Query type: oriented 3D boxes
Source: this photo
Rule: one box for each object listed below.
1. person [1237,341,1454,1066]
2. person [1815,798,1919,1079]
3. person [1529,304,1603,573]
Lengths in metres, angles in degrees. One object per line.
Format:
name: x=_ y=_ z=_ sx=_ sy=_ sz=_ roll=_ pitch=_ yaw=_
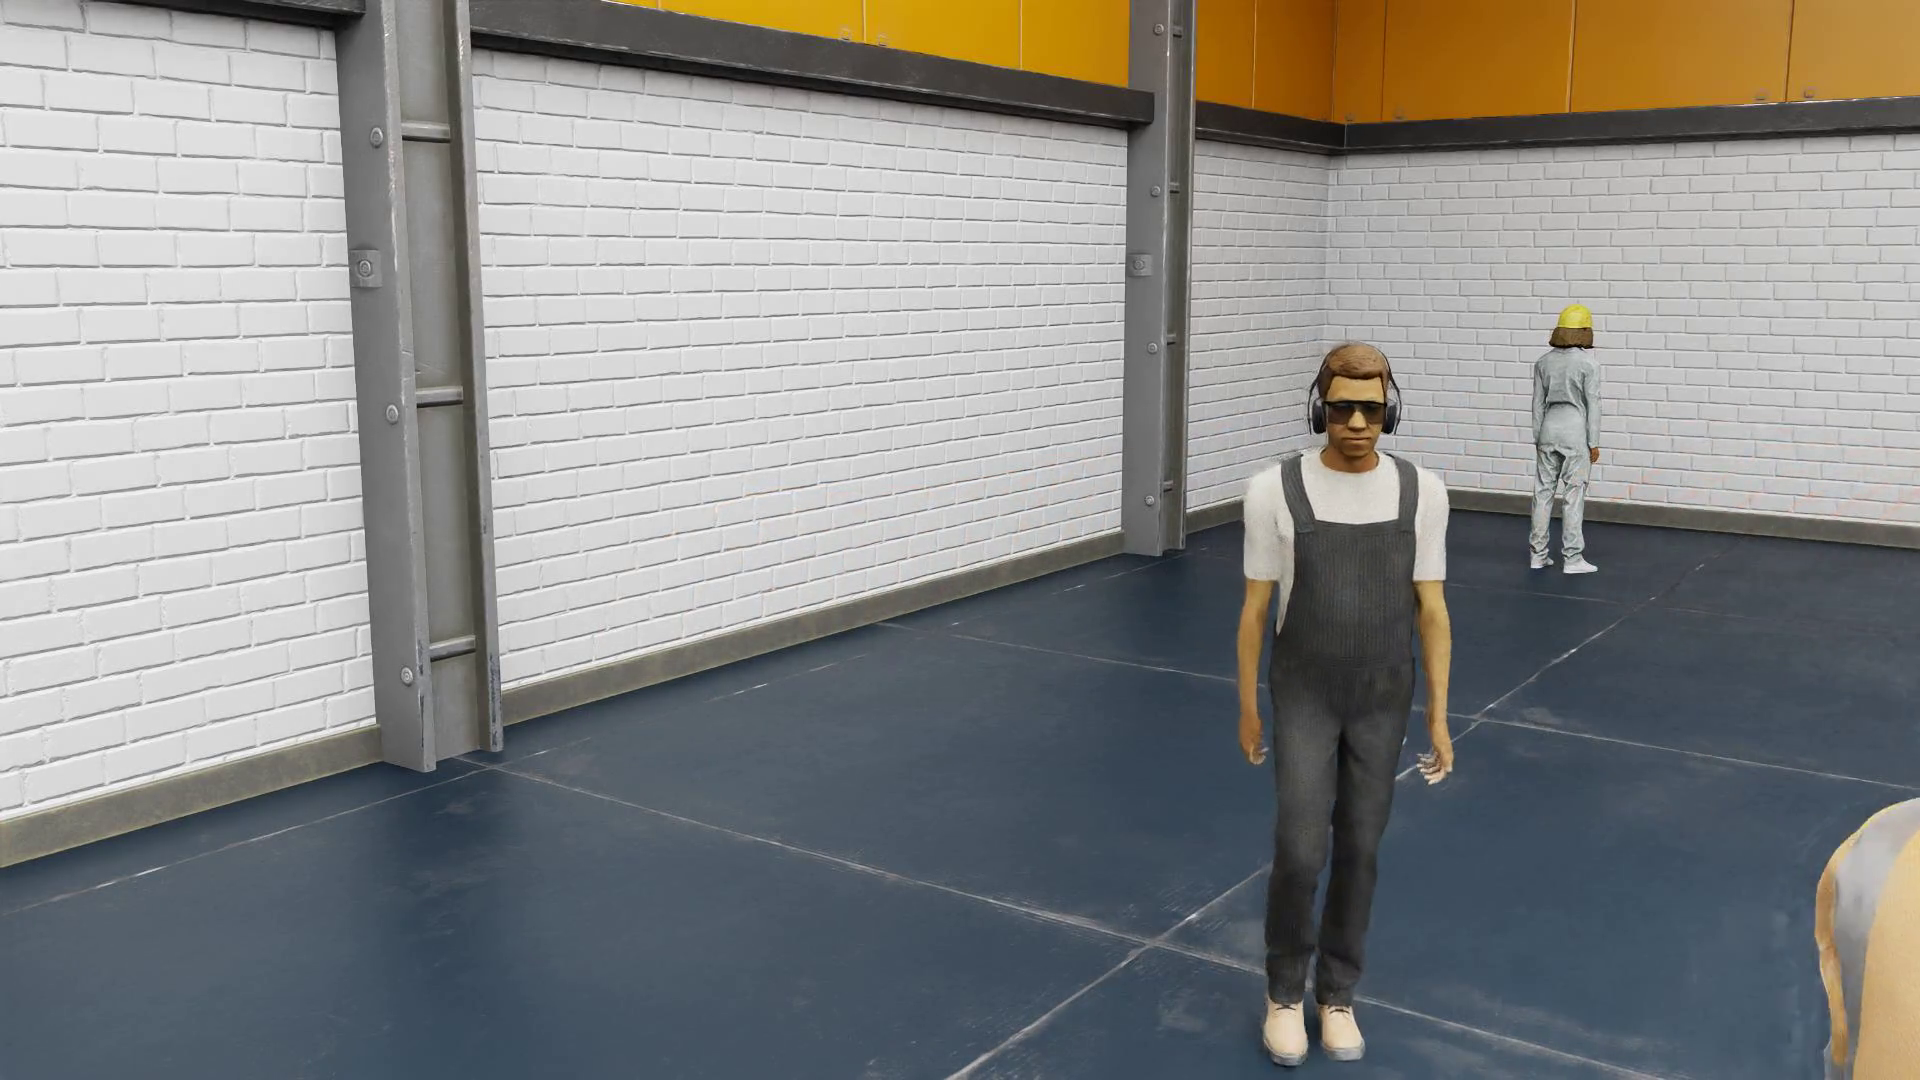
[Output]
person: x=0.963 y=0.428 z=4.140 sx=0.506 sy=1.830 sz=0.484 roll=0 pitch=10 yaw=-3
person: x=0.808 y=0.849 z=1.339 sx=0.746 sy=1.920 sz=0.545 roll=-2 pitch=10 yaw=-11
person: x=3.956 y=-0.656 z=10.832 sx=0.296 sy=1.744 sz=0.488 roll=-7 pitch=12 yaw=-37
